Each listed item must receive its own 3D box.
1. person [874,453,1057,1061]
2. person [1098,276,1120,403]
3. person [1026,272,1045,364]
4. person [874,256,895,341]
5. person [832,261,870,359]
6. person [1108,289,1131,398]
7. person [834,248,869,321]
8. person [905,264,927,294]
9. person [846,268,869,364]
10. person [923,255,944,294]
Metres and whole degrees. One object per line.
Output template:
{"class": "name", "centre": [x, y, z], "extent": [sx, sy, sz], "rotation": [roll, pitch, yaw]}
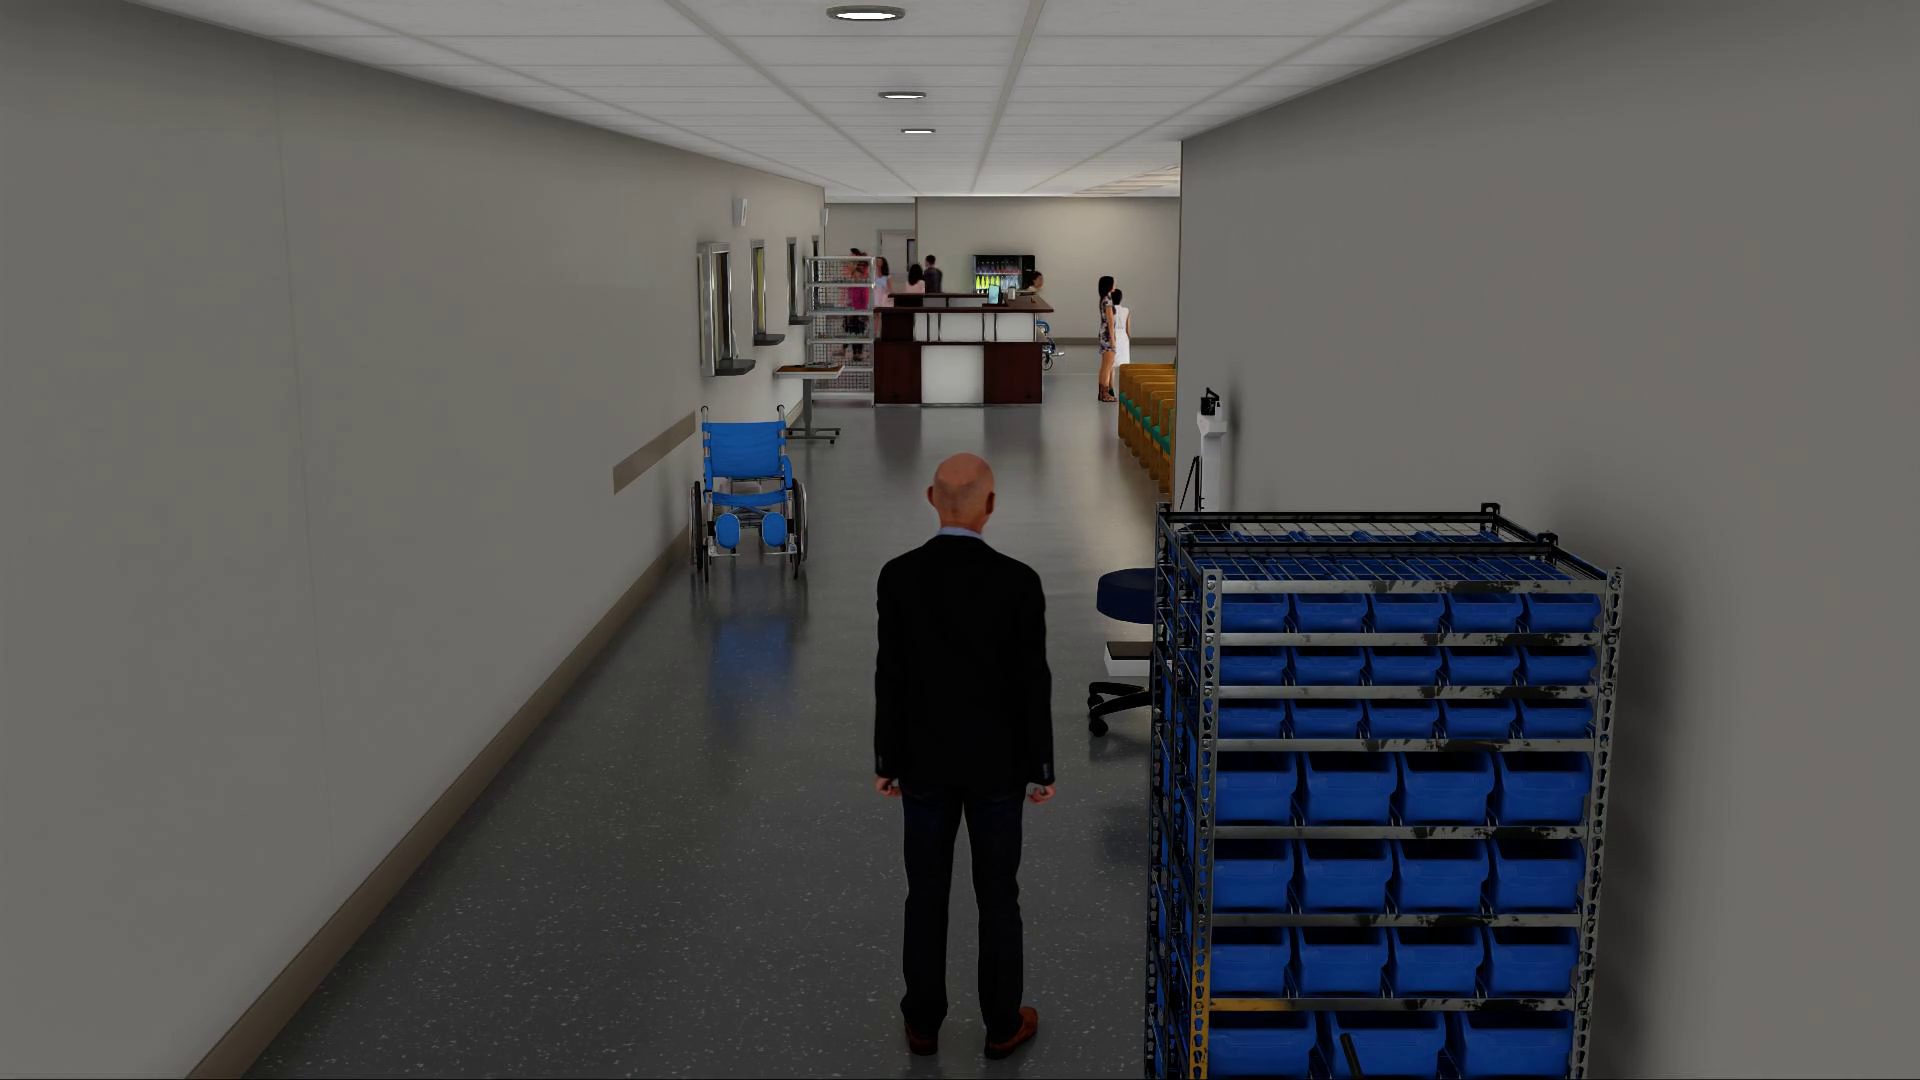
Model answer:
{"class": "person", "centre": [0.006, 0.637, 4.869], "extent": [0.574, 1.800, 0.785], "rotation": [2, 11, 9]}
{"class": "person", "centre": [2.054, -2.805, 23.183], "extent": [0.549, 1.733, 0.608], "rotation": [-1, 11, -6]}
{"class": "person", "centre": [1.229, -3.871, 29.108], "extent": [0.805, 1.619, 0.810], "rotation": [2, 11, 11]}
{"class": "person", "centre": [-1.586, -4.896, 34.092], "extent": [1.014, 1.775, 0.739], "rotation": [0, 11, 1]}
{"class": "person", "centre": [-1.862, -4.178, 30.264], "extent": [1.126, 1.791, 0.631], "rotation": [1, 11, 4]}
{"class": "person", "centre": [2.208, -2.761, 23.440], "extent": [0.538, 1.552, 0.672], "rotation": [-3, 11, -15]}
{"class": "person", "centre": [-2.557, -6.452, 42.185], "extent": [1.210, 1.815, 0.872], "rotation": [2, 11, 12]}
{"class": "person", "centre": [-0.827, -3.967, 29.285], "extent": [1.058, 1.742, 0.991], "rotation": [-9, 14, -41]}
{"class": "person", "centre": [-1.768, -3.937, 29.293], "extent": [0.755, 1.679, 0.810], "rotation": [9, 14, 40]}
{"class": "person", "centre": [-0.498, -4.738, 33.097], "extent": [0.846, 1.835, 0.827], "rotation": [7, 13, 34]}
